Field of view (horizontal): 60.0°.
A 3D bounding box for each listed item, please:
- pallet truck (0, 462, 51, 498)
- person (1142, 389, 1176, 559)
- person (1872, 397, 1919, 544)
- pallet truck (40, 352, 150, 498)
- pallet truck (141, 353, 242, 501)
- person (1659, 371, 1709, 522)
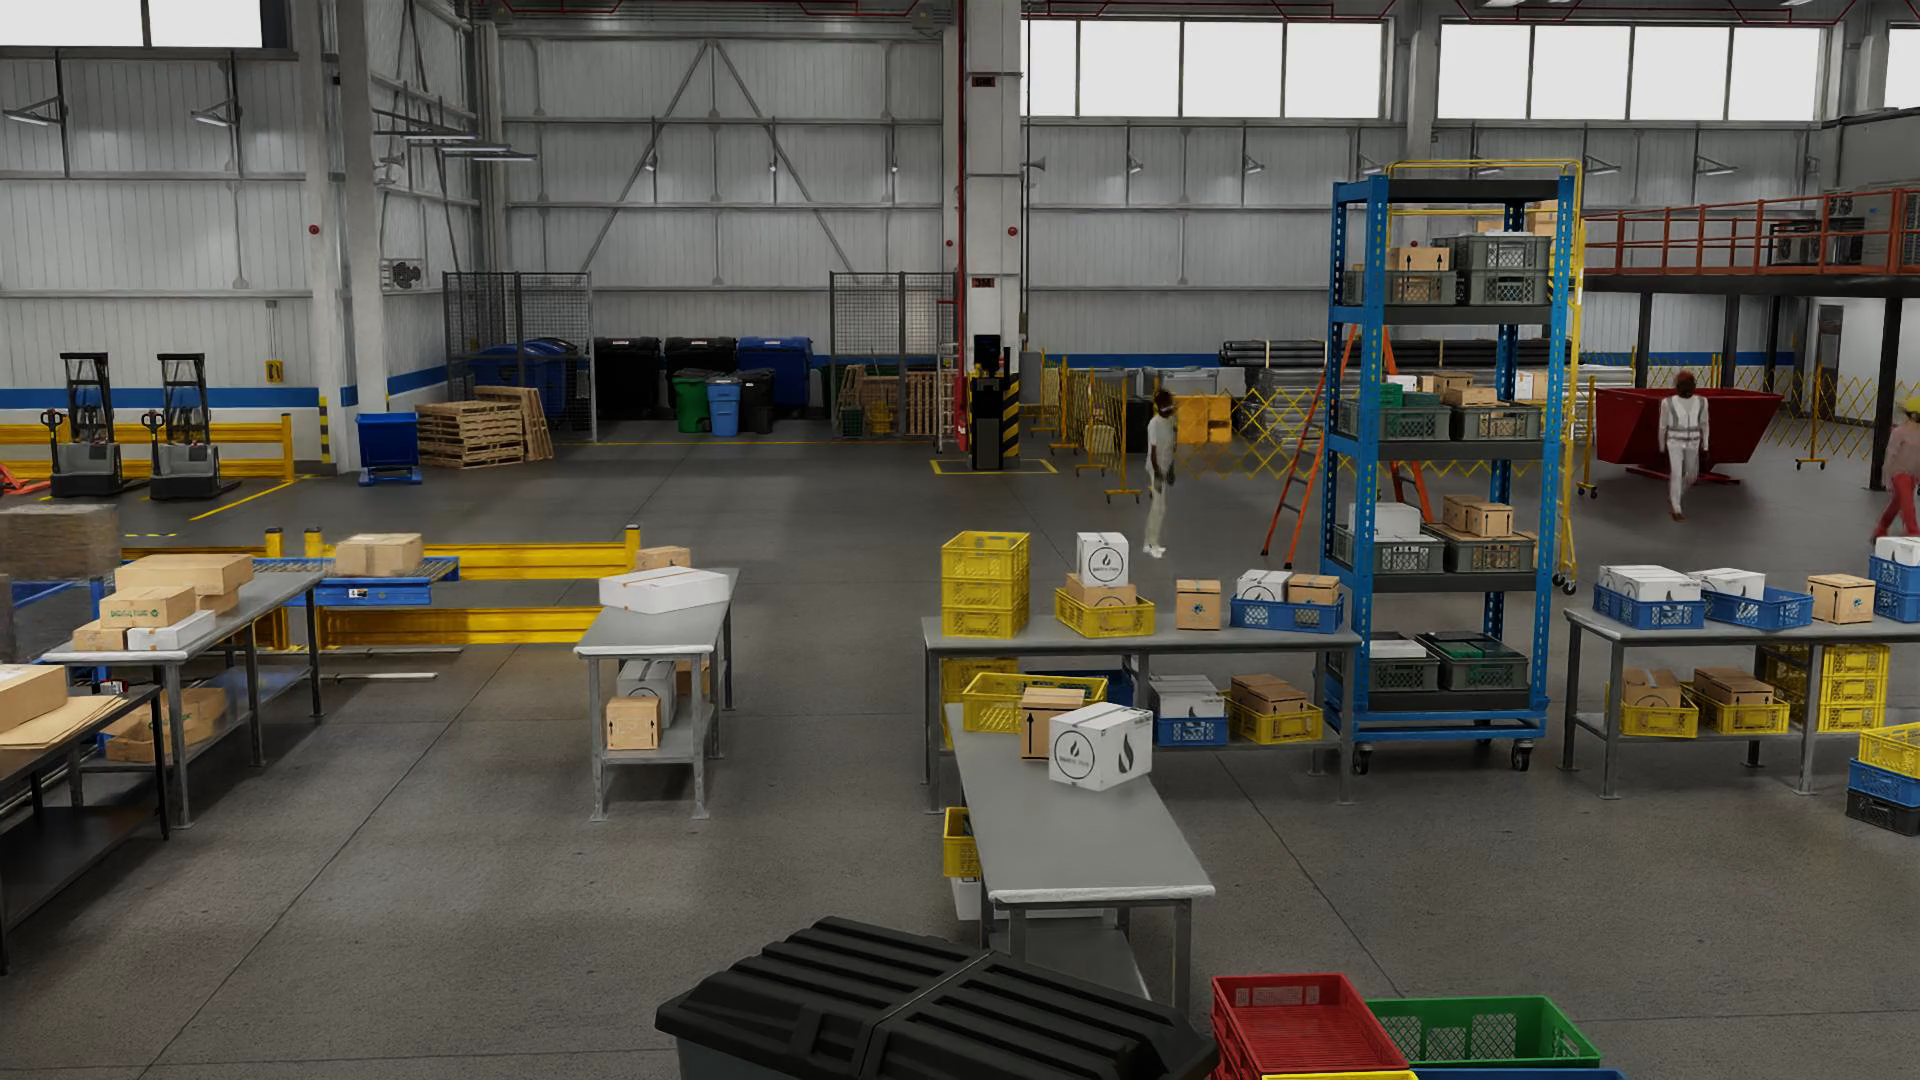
[{"bbox_3d":[-13.193,-1.293,23.148,0.653,1.274,1.630,-1,9,-4],"label":"pallet truck"},{"bbox_3d":[2.147,-0.718,17.919,0.437,1.834,0.621,5,10,29],"label":"person"},{"bbox_3d":[10.379,-0.708,18.192,0.529,1.711,0.958,-3,10,-18],"label":"person"},{"bbox_3d":[-11.907,-1.642,23.165,0.823,1.965,1.885,0,9,0],"label":"pallet truck"},{"bbox_3d":[-10.520,-1.604,22.925,0.823,1.965,1.885,-1,9,-6],"label":"pallet truck"},{"bbox_3d":[8.957,-1.177,20.660,0.587,1.868,0.671,0,9,2],"label":"person"}]
